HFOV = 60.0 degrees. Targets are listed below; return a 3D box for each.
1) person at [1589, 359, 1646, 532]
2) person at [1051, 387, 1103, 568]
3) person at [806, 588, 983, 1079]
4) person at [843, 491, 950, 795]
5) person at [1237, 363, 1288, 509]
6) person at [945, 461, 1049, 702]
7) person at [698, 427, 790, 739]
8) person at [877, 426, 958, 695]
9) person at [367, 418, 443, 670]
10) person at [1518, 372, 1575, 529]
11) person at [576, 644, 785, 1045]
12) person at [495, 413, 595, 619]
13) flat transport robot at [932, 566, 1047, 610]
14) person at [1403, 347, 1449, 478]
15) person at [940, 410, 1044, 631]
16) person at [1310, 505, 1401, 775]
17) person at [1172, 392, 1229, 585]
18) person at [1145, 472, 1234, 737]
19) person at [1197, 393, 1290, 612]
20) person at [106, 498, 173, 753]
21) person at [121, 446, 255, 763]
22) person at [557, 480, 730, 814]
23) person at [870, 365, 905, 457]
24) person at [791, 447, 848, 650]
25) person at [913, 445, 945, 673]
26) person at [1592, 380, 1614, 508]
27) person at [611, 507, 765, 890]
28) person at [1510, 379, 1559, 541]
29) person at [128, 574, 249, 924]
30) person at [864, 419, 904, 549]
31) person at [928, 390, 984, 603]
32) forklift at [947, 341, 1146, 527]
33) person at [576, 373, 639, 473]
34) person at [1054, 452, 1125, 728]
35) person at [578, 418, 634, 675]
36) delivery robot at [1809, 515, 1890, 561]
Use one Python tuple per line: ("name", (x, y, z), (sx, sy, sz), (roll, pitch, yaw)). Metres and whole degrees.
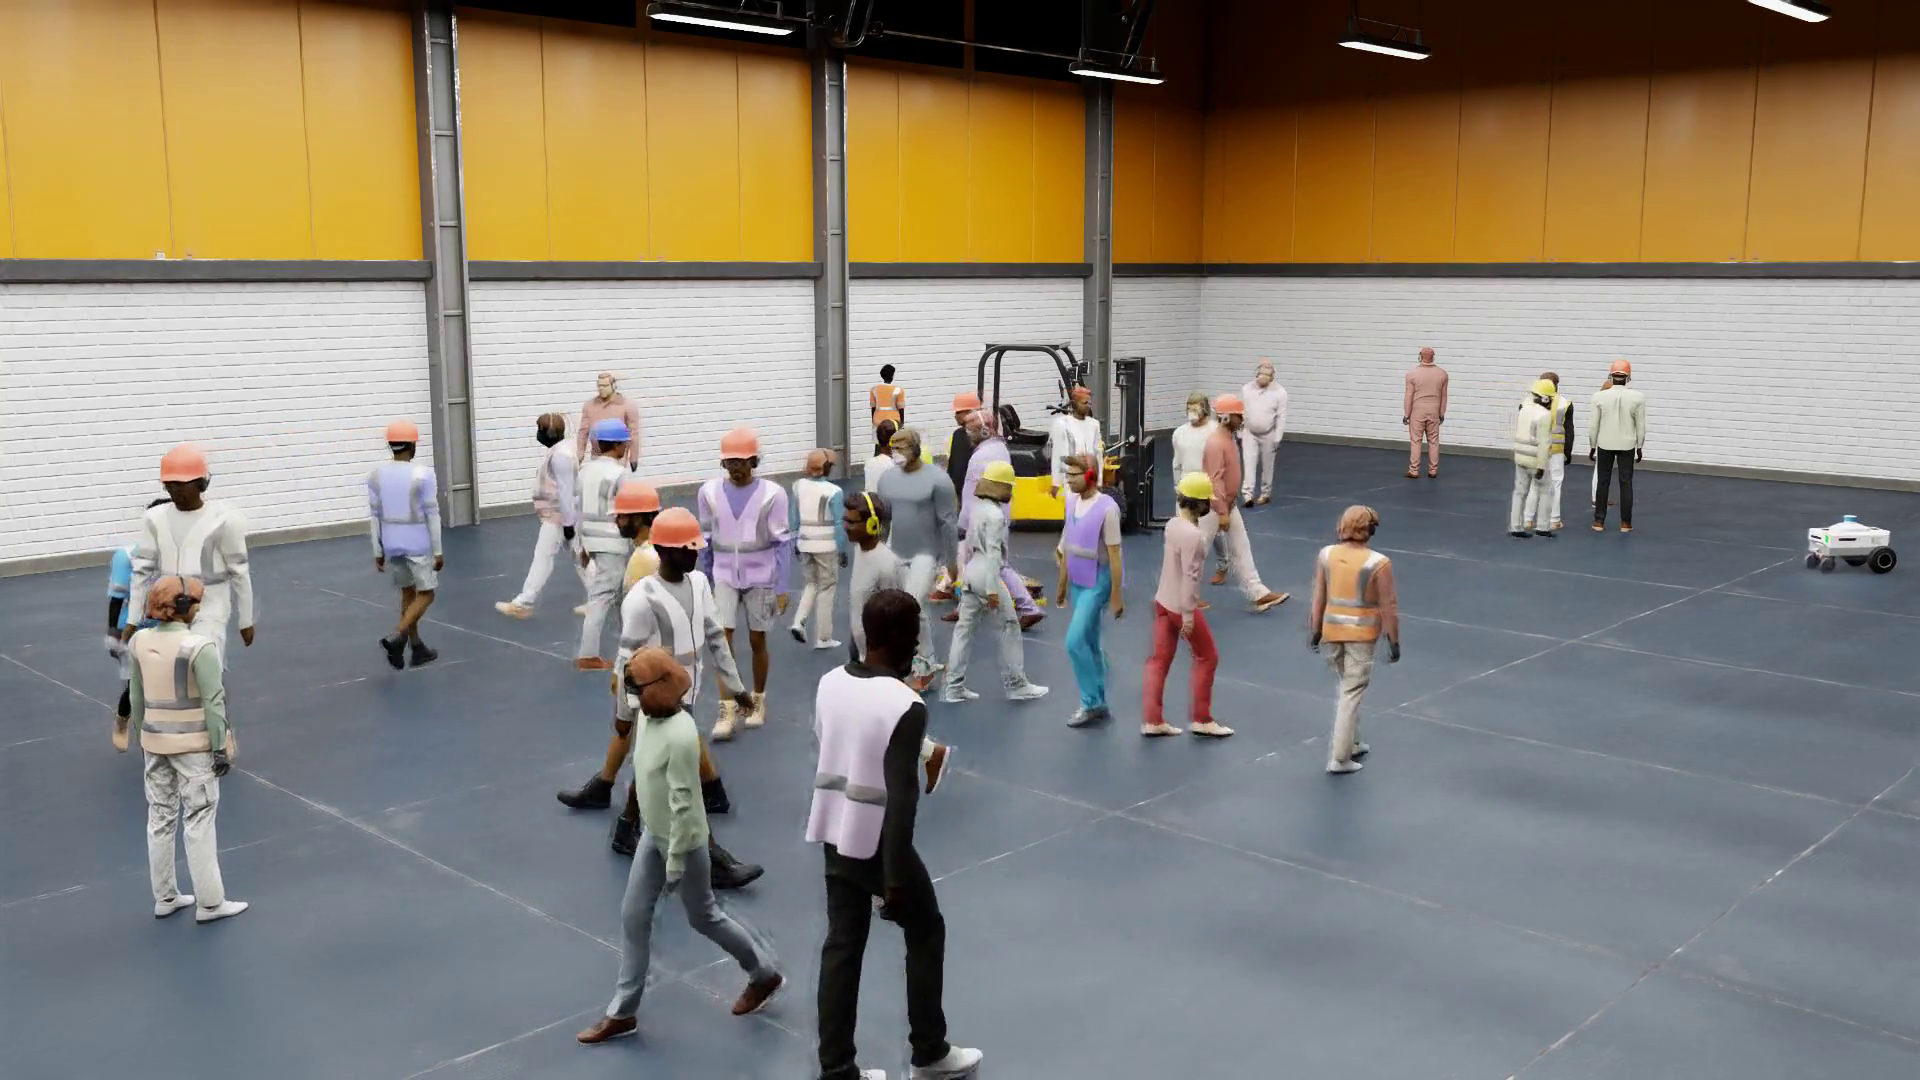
("person", (7.593, -1.089, 19.239), (0.608, 1.995, 0.376), (3, 10, 20))
("person", (1.182, -0.584, 16.519), (0.612, 1.871, 0.411), (-7, 12, -37))
("person", (-0.247, 1.107, 6.135), (0.776, 1.886, 0.594), (-9, 13, -43))
("person", (-0.421, 0.626, 9.206), (0.689, 1.840, 0.507), (-3, 10, -17))
("person", (3.819, -1.328, 21.152), (0.667, 1.853, 0.944), (4, 10, 21))
("person", (0.264, 0.294, 11.624), (0.809, 1.698, 0.532), (-4, 10, -22))
("person", (-1.415, 0.285, 10.737), (0.629, 2.013, 0.831), (1, 9, 7))
("person", (-0.380, 0.153, 11.876), (0.645, 1.912, 0.683), (6, 11, 34))
("person", (-4.196, 0.045, 12.524), (0.555, 1.917, 0.688), (2, 9, 12))
("person", (6.837, -1.041, 19.424), (0.633, 1.841, 0.429), (5, 10, 26))
("person", (-1.097, 1.173, 6.588), (0.824, 1.594, 0.512), (-6, 11, -32))
("person", (-3.546, -0.210, 14.488), (0.978, 1.785, 0.643), (-2, 9, -10))
("flat transport robot", (0.184, 0.409, 15.327), (0.652, 0.197, 1.431), (-4, 10, -24))
("person", (6.728, -1.840, 24.116), (0.643, 1.908, 0.408), (-1, 9, -7))
("person", (0.281, -0.166, 13.992), (0.913, 1.862, 0.637), (2, 9, 10))
("person", (2.438, 0.590, 10.099), (0.695, 1.609, 0.552), (-8, 12, -42))
("person", (2.292, -0.454, 15.675), (0.629, 1.903, 0.989), (6, 11, 32))
("person", (1.507, 0.431, 10.693), (0.679, 1.736, 0.523), (-2, 9, -13))
("person", (2.368, -0.309, 14.602), (1.037, 1.938, 0.648), (5, 10, 27))
("person", (-4.933, 0.558, 10.128), (0.542, 1.664, 0.592), (7, 12, 38))
("person", (-4.541, 0.459, 9.720), (0.623, 1.995, 0.977), (1, 9, 8))
("person", (-1.736, 0.608, 9.183), (0.987, 1.885, 0.563), (0, 9, -1))
("person", (-1.024, -1.633, 23.521), (0.529, 1.690, 0.321), (3, 10, 16))
("person", (-1.113, 0.077, 13.237), (0.534, 1.623, 0.369), (7, 12, 37))
("person", (-0.435, 0.167, 12.354), (0.647, 1.721, 0.563), (-4, 10, -23))
("person", (8.248, -1.230, 21.209), (0.285, 1.633, 0.501), (5, 11, 29))
("person", (-1.425, 0.759, 8.269), (1.007, 1.881, 0.547), (4, 10, 25))
("person", (6.465, -0.887, 18.564), (0.627, 1.805, 0.613), (-3, 10, -16))
("person", (-3.616, 0.966, 7.732), (0.516, 1.638, 0.317), (4, 10, 21))
("person", (-0.549, -0.022, 13.104), (0.329, 1.865, 0.508), (-7, 12, -38))
("person", (0.104, -0.406, 15.252), (1.051, 1.942, 0.623), (-4, 10, -25))
("forklift", (0.977, -1.223, 19.452), (2.313, 2.155, 1.214), (2, 9, 11))
("person", (-3.964, -0.915, 18.525), (0.646, 1.877, 0.788), (3, 10, 18))
("person", (0.801, 0.329, 11.069), (0.579, 1.818, 0.583), (-4, 10, -23))
("person", (-2.560, 0.034, 12.642), (0.964, 1.901, 0.633), (-8, 12, -39))
("delivery robot", (8.930, -0.005, 16.710), (0.707, 0.478, 0.477), (-1, 9, -5))
